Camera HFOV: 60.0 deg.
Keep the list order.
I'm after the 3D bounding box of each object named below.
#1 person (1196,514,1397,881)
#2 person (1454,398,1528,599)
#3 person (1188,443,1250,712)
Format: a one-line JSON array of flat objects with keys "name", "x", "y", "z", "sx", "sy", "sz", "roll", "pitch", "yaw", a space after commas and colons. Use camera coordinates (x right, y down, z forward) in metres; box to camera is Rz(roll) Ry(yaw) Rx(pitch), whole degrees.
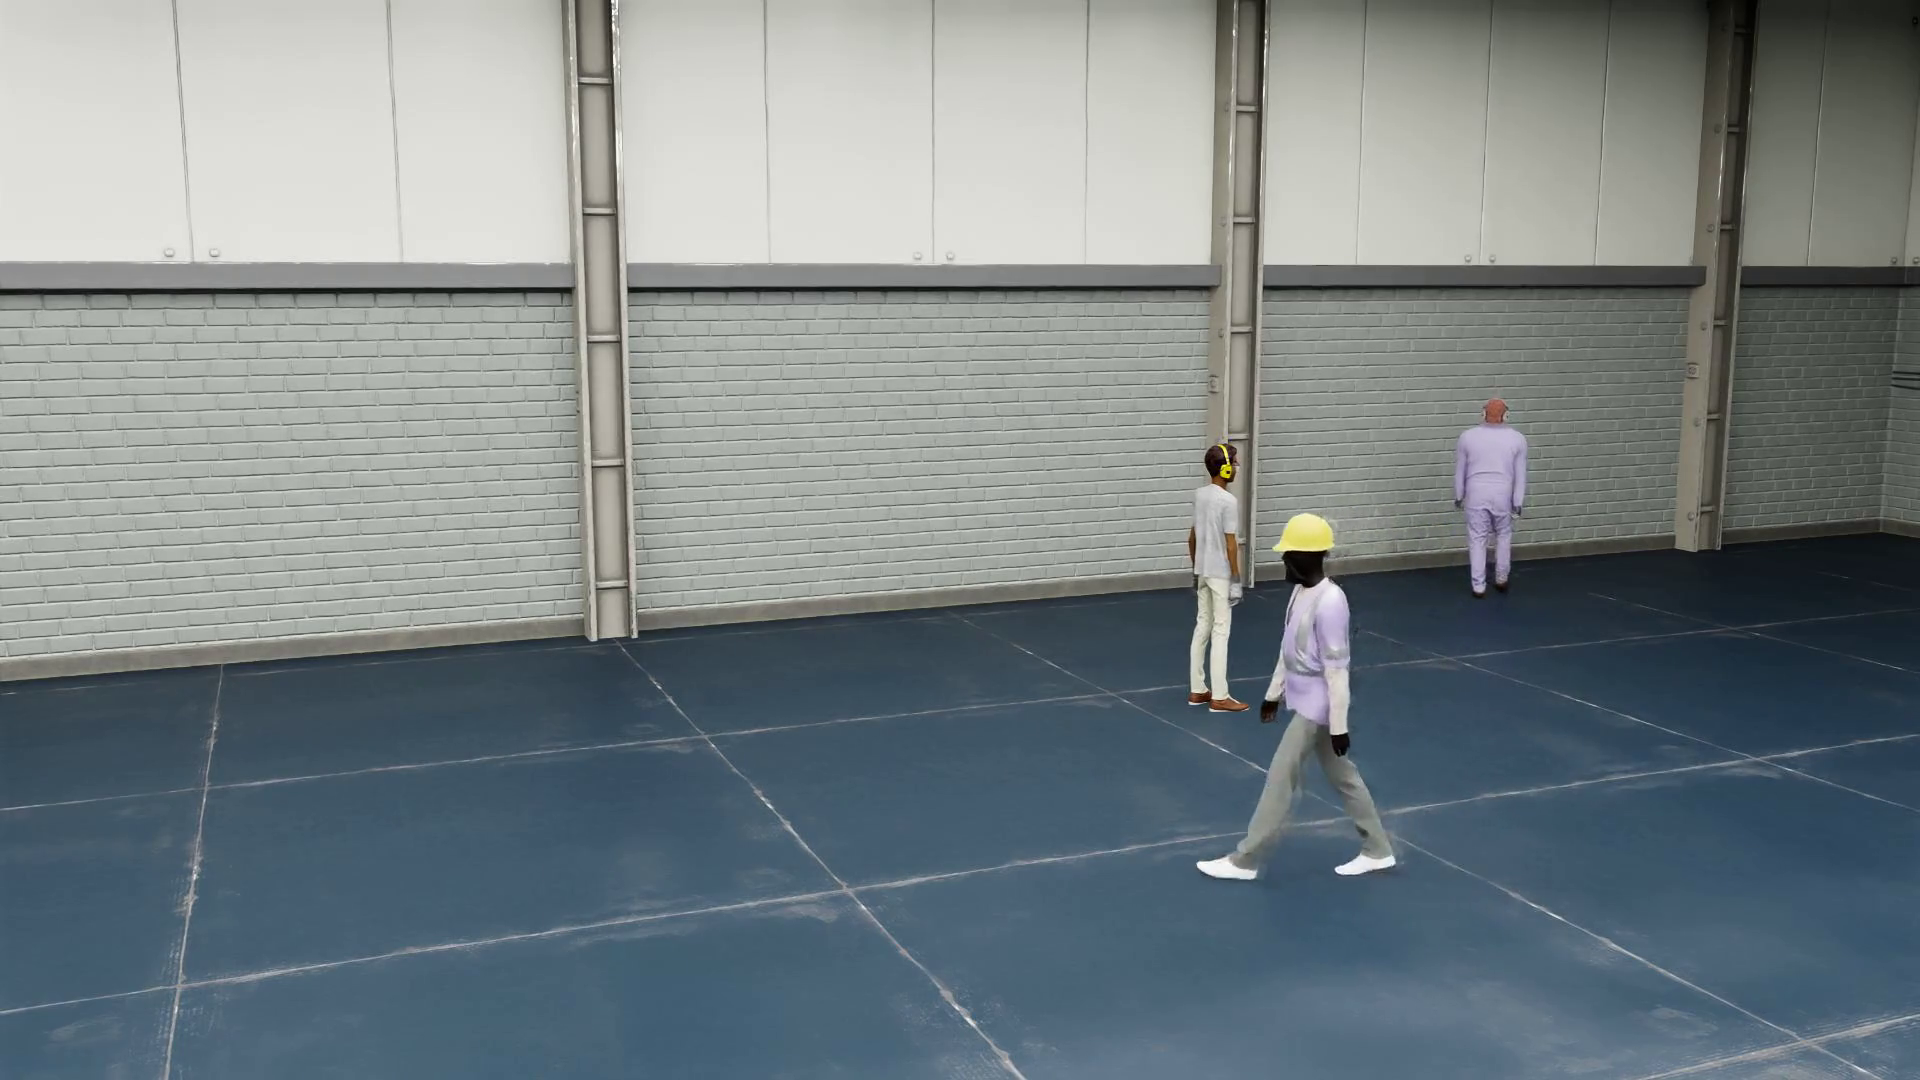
[{"name": "person", "x": 1.741, "y": 0.793, "z": 8.281, "sx": 1.015, "sy": 1.873, "sz": 0.600, "roll": 0, "pitch": 9, "yaw": 3}, {"name": "person", "x": 5.044, "y": -0.413, "z": 15.849, "sx": 0.651, "sy": 1.870, "sz": 0.919, "roll": 3, "pitch": 9, "yaw": 17}, {"name": "person", "x": 1.799, "y": 0.260, "z": 11.616, "sx": 0.329, "sy": 1.874, "sz": 0.518, "roll": -5, "pitch": 10, "yaw": -27}]
